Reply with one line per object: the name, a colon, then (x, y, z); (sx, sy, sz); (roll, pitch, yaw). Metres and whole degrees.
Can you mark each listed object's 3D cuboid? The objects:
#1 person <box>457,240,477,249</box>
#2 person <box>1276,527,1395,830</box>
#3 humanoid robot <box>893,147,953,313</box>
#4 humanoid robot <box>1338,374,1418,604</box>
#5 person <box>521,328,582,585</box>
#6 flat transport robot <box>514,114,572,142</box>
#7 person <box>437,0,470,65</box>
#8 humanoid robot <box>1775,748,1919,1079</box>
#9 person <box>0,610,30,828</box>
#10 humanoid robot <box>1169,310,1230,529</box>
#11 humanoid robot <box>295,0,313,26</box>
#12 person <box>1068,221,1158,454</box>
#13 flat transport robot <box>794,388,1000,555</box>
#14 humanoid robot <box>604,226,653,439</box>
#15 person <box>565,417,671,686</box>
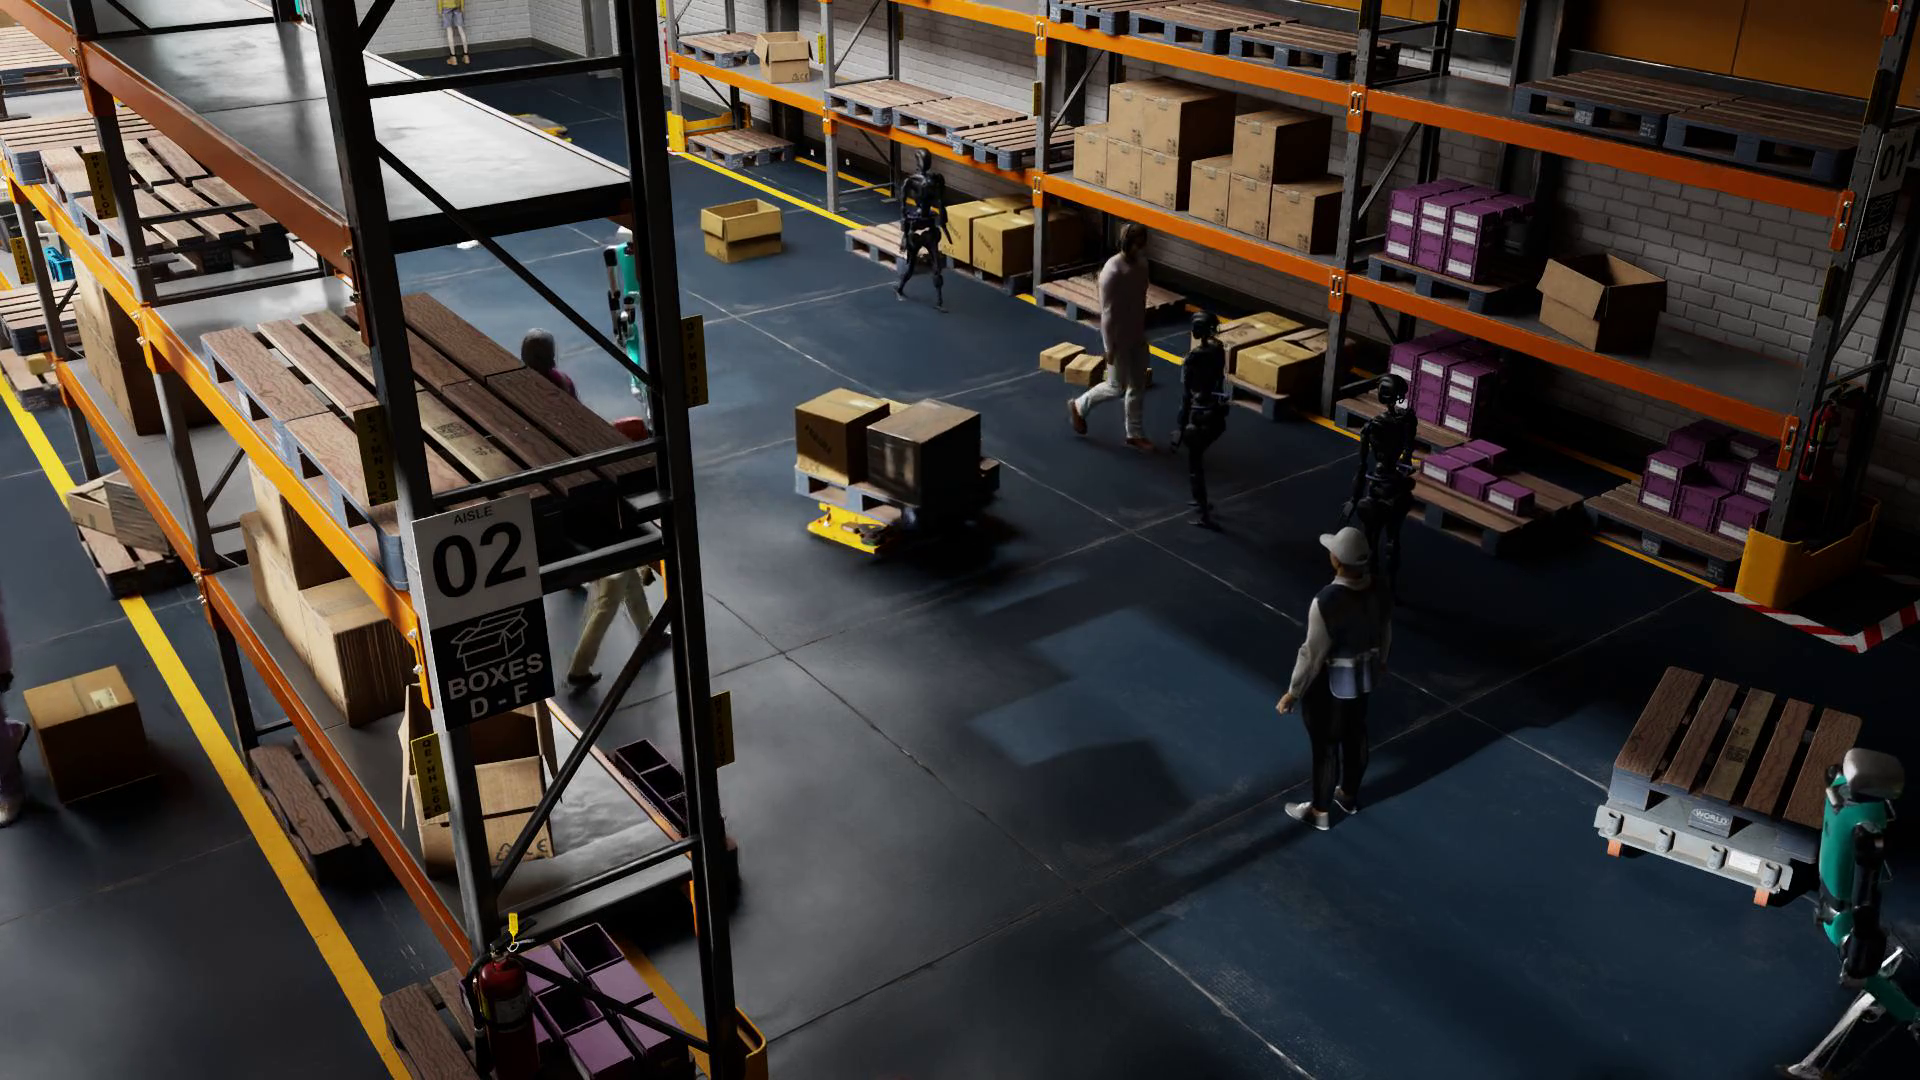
person: (-5.862, -4.150, 18.524); (0.991, 1.806, 0.523); (14, 30, 26)
person: (2.014, 0.742, 8.853); (0.752, 1.757, 0.450); (-17, 31, -31)
humanoid robot: (-0.391, -3.136, 16.713); (0.590, 1.640, 0.769); (-19, 32, -32)
humanoid robot: (2.794, -0.309, 11.018); (0.599, 1.657, 0.315); (-18, 32, -32)
person: (-2.883, -0.610, 11.478); (0.919, 1.778, 0.510); (24, 35, 39)
flat transport robot: (-6.088, -5.775, 23.475); (0.659, 0.231, 1.431); (-18, 32, -32)
person: (-8.604, -9.003, 28.104); (0.470, 1.881, 0.415); (-17, 31, -31)
humanoid robot: (4.001, 1.699, 7.021); (0.948, 1.798, 0.557); (5, 27, 9)
person: (-5.404, 0.603, 8.982); (0.690, 1.883, 0.549); (6, 27, 12)
humanoid robot: (1.752, -0.883, 12.180); (0.400, 1.649, 0.609); (19, 32, 33)
humanoid robot: (-10.213, -7.813, 25.750); (0.533, 1.673, 0.735); (-18, 32, -32)
person: (1.287, -1.644, 13.422); (0.720, 1.923, 0.635); (20, 33, 34)
flat transport robot: (-0.436, -0.297, 12.577); (0.659, 0.231, 1.431); (19, 32, 32)
humanoid robot: (-2.639, -1.660, 13.696); (0.530, 1.779, 0.999); (-2, 27, -3)
person: (-2.168, 0.060, 10.292); (0.906, 1.686, 0.590); (-21, 33, -35)
